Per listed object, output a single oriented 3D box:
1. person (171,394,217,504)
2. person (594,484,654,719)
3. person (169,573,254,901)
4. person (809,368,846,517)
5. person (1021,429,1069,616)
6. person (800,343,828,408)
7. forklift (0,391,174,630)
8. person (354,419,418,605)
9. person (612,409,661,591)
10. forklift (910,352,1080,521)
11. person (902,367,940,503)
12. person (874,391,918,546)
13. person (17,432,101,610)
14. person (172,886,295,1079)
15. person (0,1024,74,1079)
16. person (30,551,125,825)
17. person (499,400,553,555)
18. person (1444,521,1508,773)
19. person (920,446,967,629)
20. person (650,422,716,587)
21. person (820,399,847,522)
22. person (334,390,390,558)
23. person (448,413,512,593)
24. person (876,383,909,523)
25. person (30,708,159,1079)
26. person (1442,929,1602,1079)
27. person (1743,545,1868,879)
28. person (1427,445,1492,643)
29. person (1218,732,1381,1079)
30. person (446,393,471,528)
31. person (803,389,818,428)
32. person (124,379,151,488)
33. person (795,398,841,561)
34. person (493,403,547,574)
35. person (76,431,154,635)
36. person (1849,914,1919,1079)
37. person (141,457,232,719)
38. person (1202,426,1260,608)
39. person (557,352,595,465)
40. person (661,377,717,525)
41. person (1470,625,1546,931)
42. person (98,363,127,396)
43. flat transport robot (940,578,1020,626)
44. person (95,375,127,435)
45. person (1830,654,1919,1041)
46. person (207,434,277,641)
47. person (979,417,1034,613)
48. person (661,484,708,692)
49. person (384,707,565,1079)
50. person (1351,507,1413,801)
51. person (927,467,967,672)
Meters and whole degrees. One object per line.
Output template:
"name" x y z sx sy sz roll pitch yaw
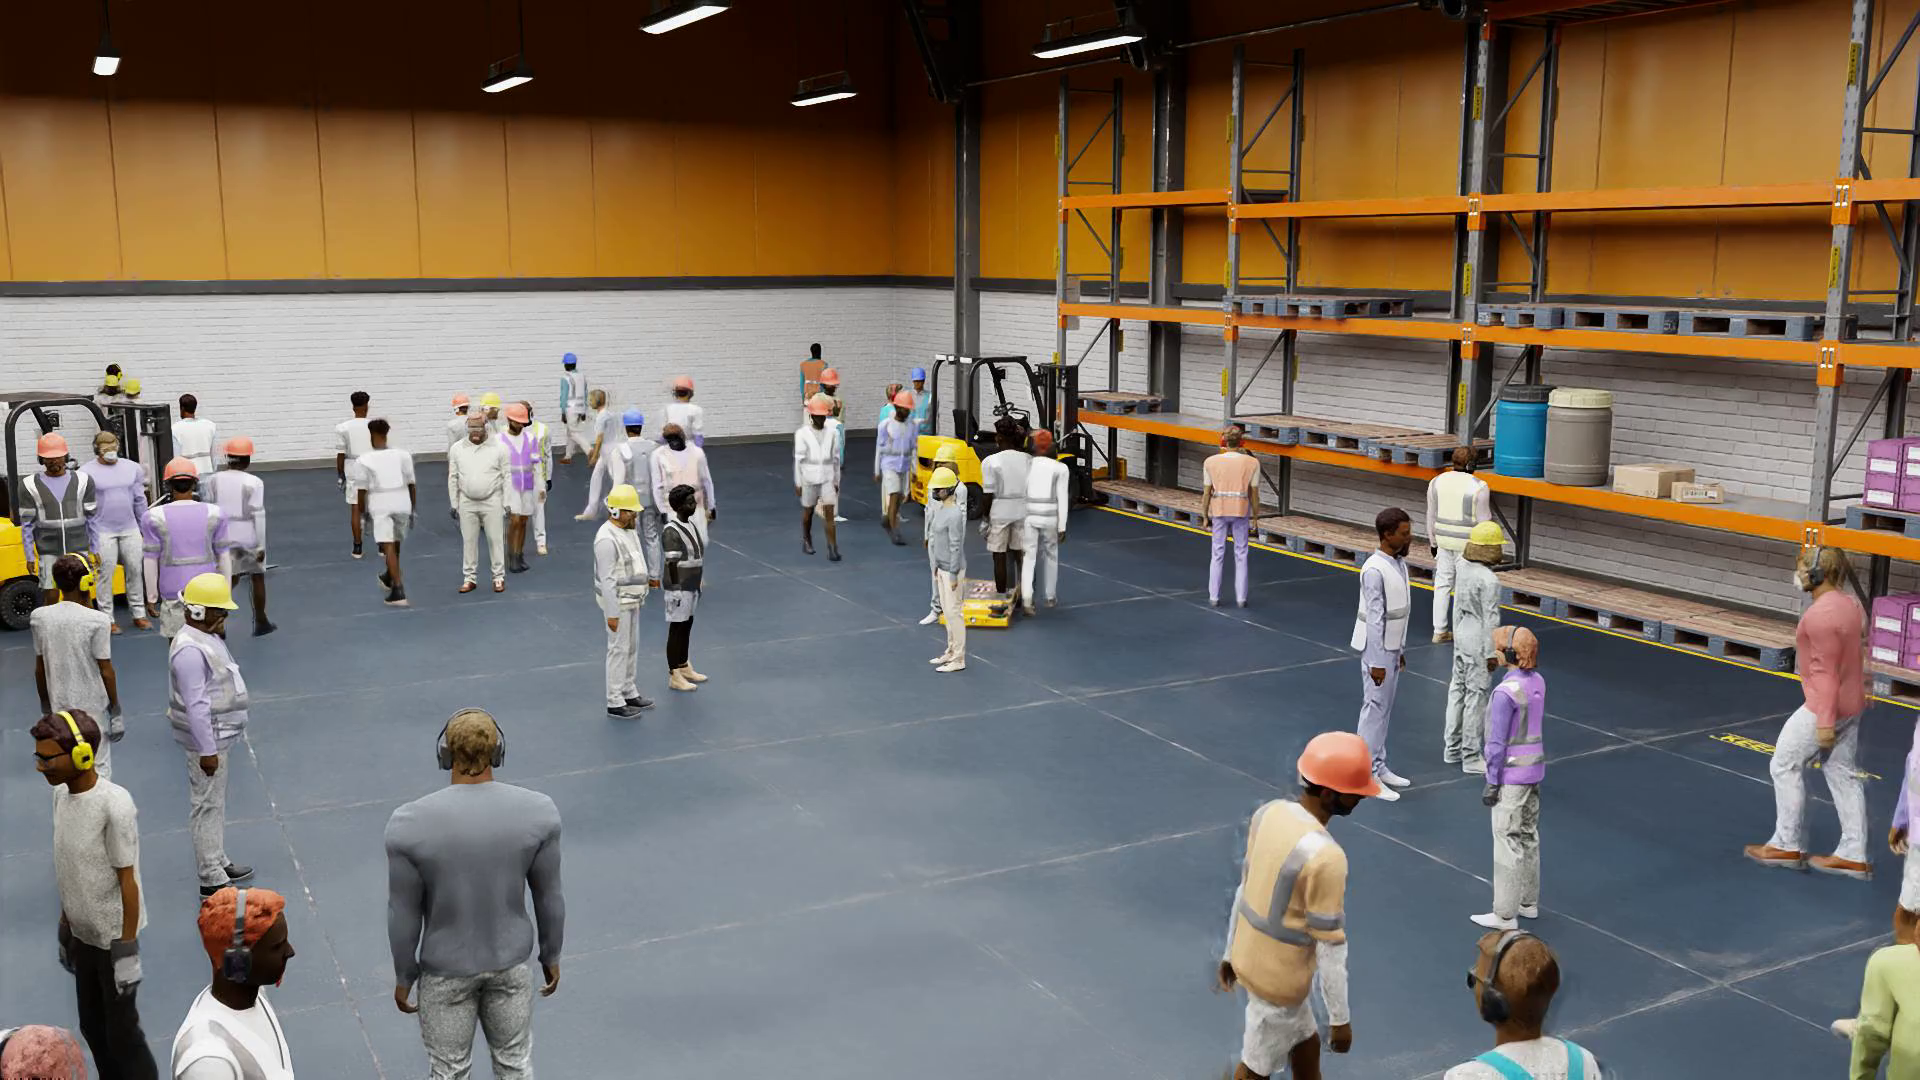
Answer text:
"person" -9.021 -0.764 19.613 0.391 1.920 0.593 6 11 29
"person" -2.595 0.469 12.804 0.403 1.818 0.606 1 10 6
"person" -4.159 1.084 9.254 0.403 1.822 0.589 -4 10 -19
"person" -1.788 -1.325 22.559 0.661 2.026 0.468 -10 14 -44
"person" 0.787 -0.179 16.460 0.572 1.852 0.942 2 10 10
"person" -2.649 -2.629 30.360 0.590 1.916 0.393 5 11 27
"forklift" -9.026 -0.363 16.508 1.214 2.155 2.313 6 11 29
"person" -5.924 -0.308 17.177 0.619 1.854 1.155 -8 13 -39
"person" -3.387 -0.403 17.456 0.395 1.943 0.615 9 14 43
"forklift" 0.460 -1.461 22.833 2.313 2.155 1.214 -5 11 -28
"person" -0.594 -1.488 23.692 0.602 1.949 0.391 0 10 3
"person" -0.831 -0.907 20.525 0.576 1.902 0.847 -6 12 -31
"person" -7.805 0.076 14.467 0.607 2.036 0.409 -7 12 -34
"person" -1.966 1.865 4.598 0.359 1.880 0.576 -2 10 -13
"person" -2.059 1.996 3.865 0.782 1.866 0.723 3 10 17
"person" -5.119 0.992 9.681 0.511 1.862 0.324 2 10 9
"person" -5.124 -0.730 19.639 0.627 1.844 0.429 -3 10 -16
"person" 3.587 0.732 11.505 0.322 1.743 0.489 -2 10 -11
"person" -0.150 -0.027 15.872 0.486 1.746 0.290 8 13 39
"person" -2.909 -0.339 17.502 0.669 1.812 0.461 -6 11 -29
"person" -1.706 -1.054 22.113 0.315 1.632 0.522 -7 12 -34
"person" -6.990 -0.771 19.516 0.613 1.963 0.361 -3 10 -19
"person" -5.045 -0.389 17.491 0.653 1.905 0.408 -1 10 -5
"person" -0.909 -1.153 22.056 0.388 1.847 0.563 -3 10 -14
"person" -3.337 1.556 6.453 0.531 1.854 0.330 7 12 35
"person" 1.482 1.933 4.360 0.526 1.825 0.689 -6 11 -29
"person" 4.941 0.981 9.610 0.769 1.900 0.641 9 13 42
"person" 4.556 0.053 15.129 0.429 1.842 0.637 -8 13 -39
"person" 1.267 1.596 6.147 0.958 1.866 0.602 -2 10 -10
"person" -6.436 -1.026 21.595 0.339 1.752 0.564 7 12 35
"person" -2.097 -1.349 23.828 0.289 1.629 0.501 -7 12 -33
"person" -12.144 -1.526 24.588 0.348 1.722 0.632 -8 13 -38
"person" -1.657 -0.718 19.457 0.560 1.885 0.971 -3 10 -16
"person" -4.907 -0.570 18.558 0.537 1.903 0.636 -8 13 -39
"person" -7.942 -0.071 15.612 0.367 1.926 0.637 8 13 40
"person" 3.232 1.846 5.473 0.527 1.606 0.630 7 12 35
"person" -5.906 0.377 12.743 0.611 2.030 0.410 -7 12 -34
"person" 2.719 -0.224 16.745 0.563 1.836 0.383 2 10 11
"person" -6.404 -2.168 27.714 0.885 1.921 0.621 4 11 22
"person" -3.529 -1.106 21.418 0.623 1.974 1.057 3 10 18
"person" 2.935 1.256 8.818 0.316 1.629 0.509 8 13 38
"person" -12.949 -1.780 25.601 0.513 1.872 0.328 -1 10 -6
"flat transport robot" 0.220 0.601 16.490 0.652 0.197 1.431 1 10 7
"person" -12.819 -1.643 25.219 0.503 1.733 0.347 -4 11 -21
"person" 4.447 1.314 7.400 0.867 2.012 0.627 2 10 9
"person" -6.649 -0.010 15.294 0.552 1.914 0.763 1 10 6
"person" 0.465 -0.231 16.413 0.613 1.961 0.368 -6 11 -29
"person" -2.265 0.381 13.656 0.319 1.697 0.533 2 10 10
"person" -1.780 1.570 6.169 0.636 1.928 0.384 -5 11 -25
"person" 2.796 0.733 10.990 0.392 1.922 0.593 5 11 26
"person" -0.117 0.250 14.240 0.343 1.763 0.527 -3 10 -15
